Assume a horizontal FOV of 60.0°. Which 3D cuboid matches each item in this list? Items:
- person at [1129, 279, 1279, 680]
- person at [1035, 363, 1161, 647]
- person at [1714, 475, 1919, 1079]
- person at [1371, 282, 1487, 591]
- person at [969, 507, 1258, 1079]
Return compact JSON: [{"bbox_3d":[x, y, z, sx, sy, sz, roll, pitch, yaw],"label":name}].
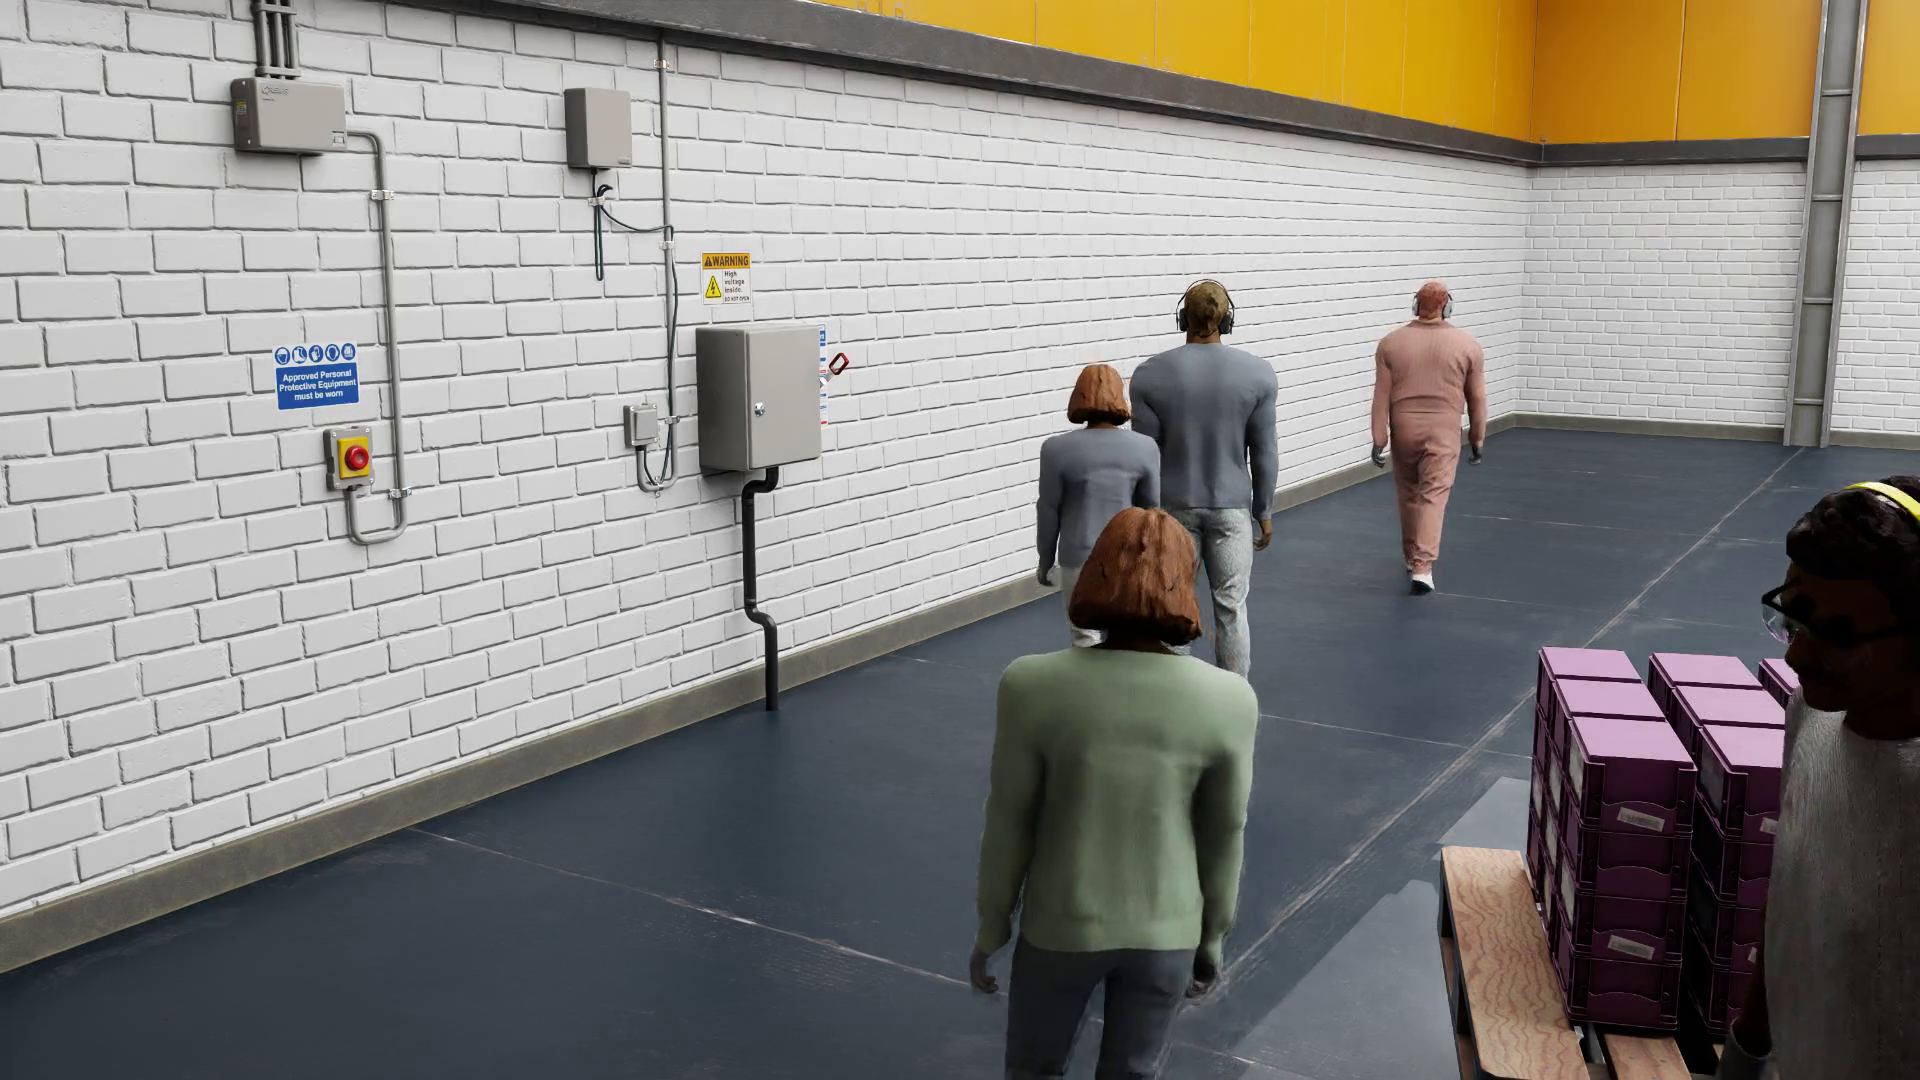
[{"bbox_3d":[1.020,-0.121,7.020,0.627,1.940,0.370,2,10,9],"label":"person"},{"bbox_3d":[0.554,0.101,6.689,0.493,1.615,0.386,-3,11,-16],"label":"person"},{"bbox_3d":[1.247,0.806,2.184,0.709,1.834,0.580,0,10,2],"label":"person"},{"bbox_3d":[2.859,-0.641,10.161,0.662,1.859,1.004,4,11,23],"label":"person"},{"bbox_3d":[0.283,0.749,3.093,0.529,1.612,0.392,-1,10,-3],"label":"person"}]
